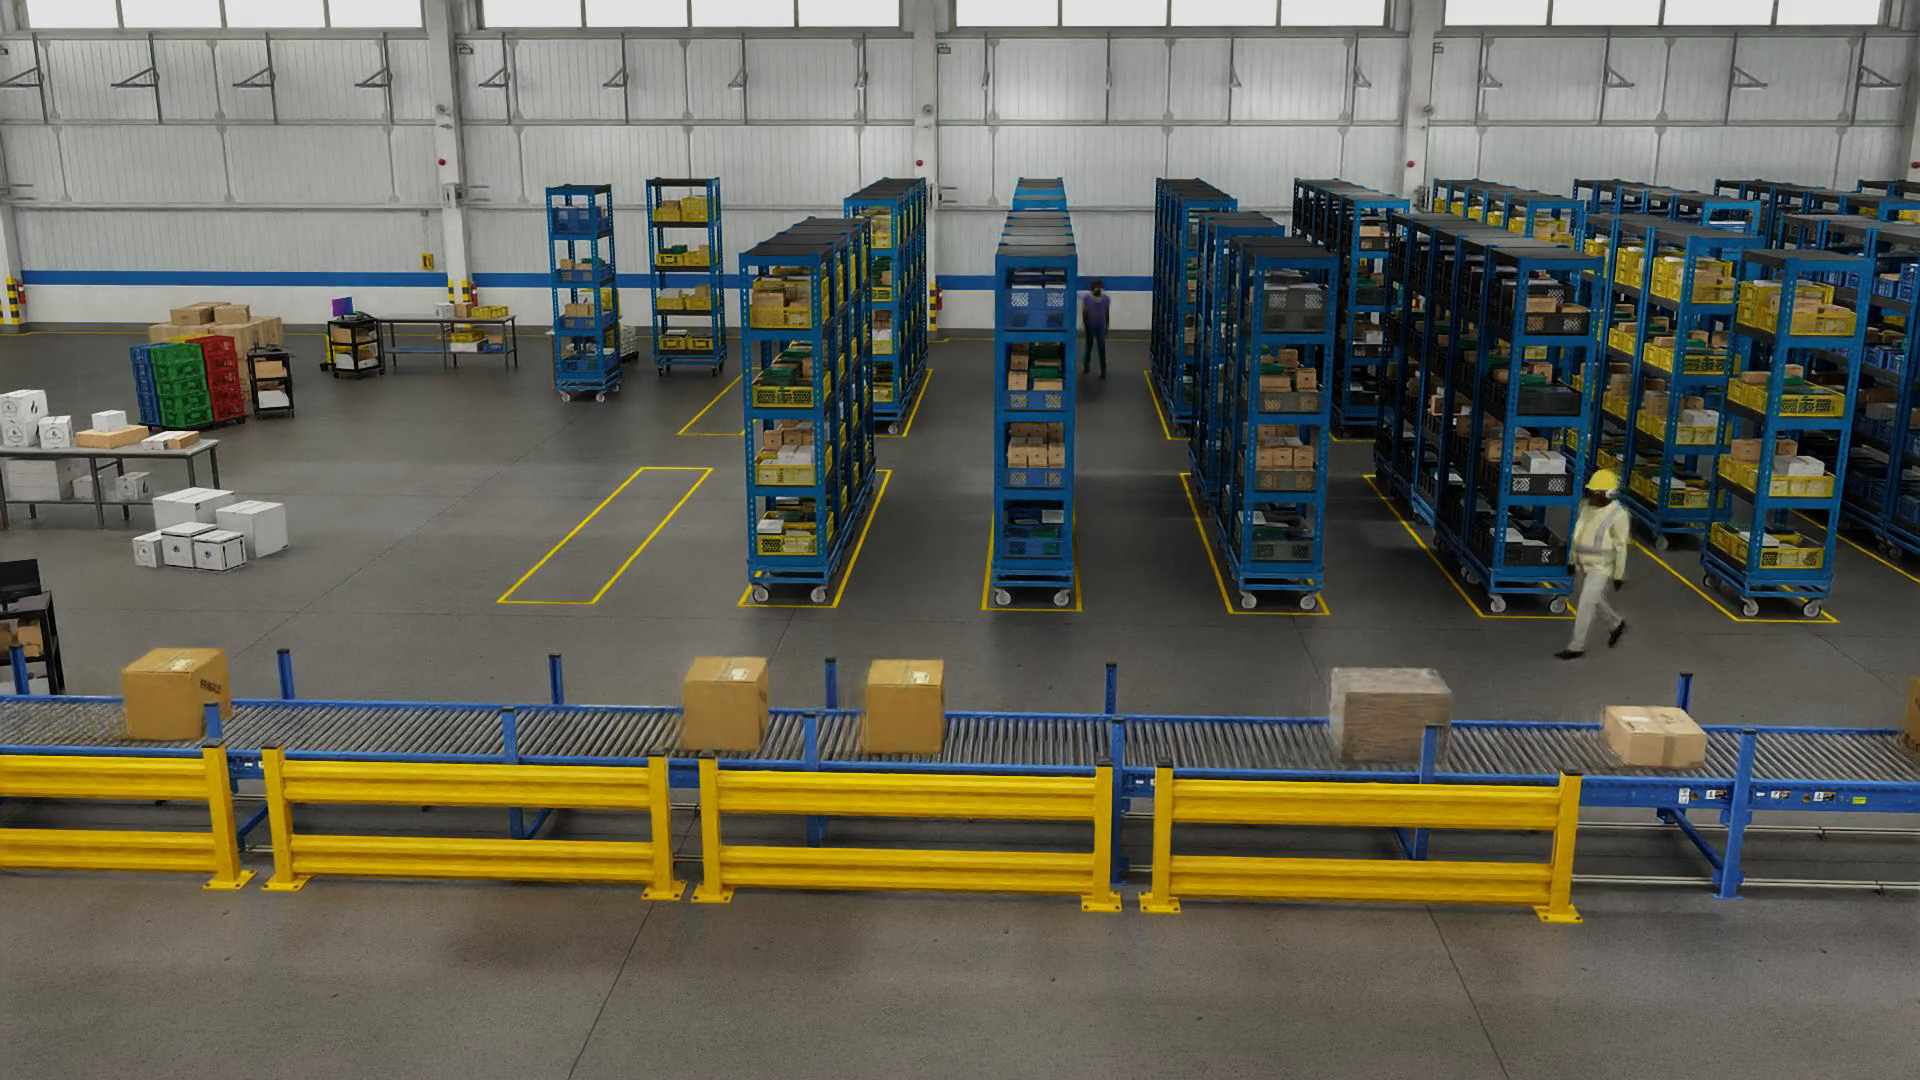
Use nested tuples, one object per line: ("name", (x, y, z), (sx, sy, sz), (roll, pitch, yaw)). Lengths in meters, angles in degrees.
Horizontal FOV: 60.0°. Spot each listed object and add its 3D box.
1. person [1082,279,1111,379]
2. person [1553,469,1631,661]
("person", (2.497, -3.932, 30.736), (0.557, 1.805, 0.968), (-2, 15, -8))
("person", (5.914, 0.208, 15.351), (0.818, 1.810, 0.597), (-4, 16, -16))
